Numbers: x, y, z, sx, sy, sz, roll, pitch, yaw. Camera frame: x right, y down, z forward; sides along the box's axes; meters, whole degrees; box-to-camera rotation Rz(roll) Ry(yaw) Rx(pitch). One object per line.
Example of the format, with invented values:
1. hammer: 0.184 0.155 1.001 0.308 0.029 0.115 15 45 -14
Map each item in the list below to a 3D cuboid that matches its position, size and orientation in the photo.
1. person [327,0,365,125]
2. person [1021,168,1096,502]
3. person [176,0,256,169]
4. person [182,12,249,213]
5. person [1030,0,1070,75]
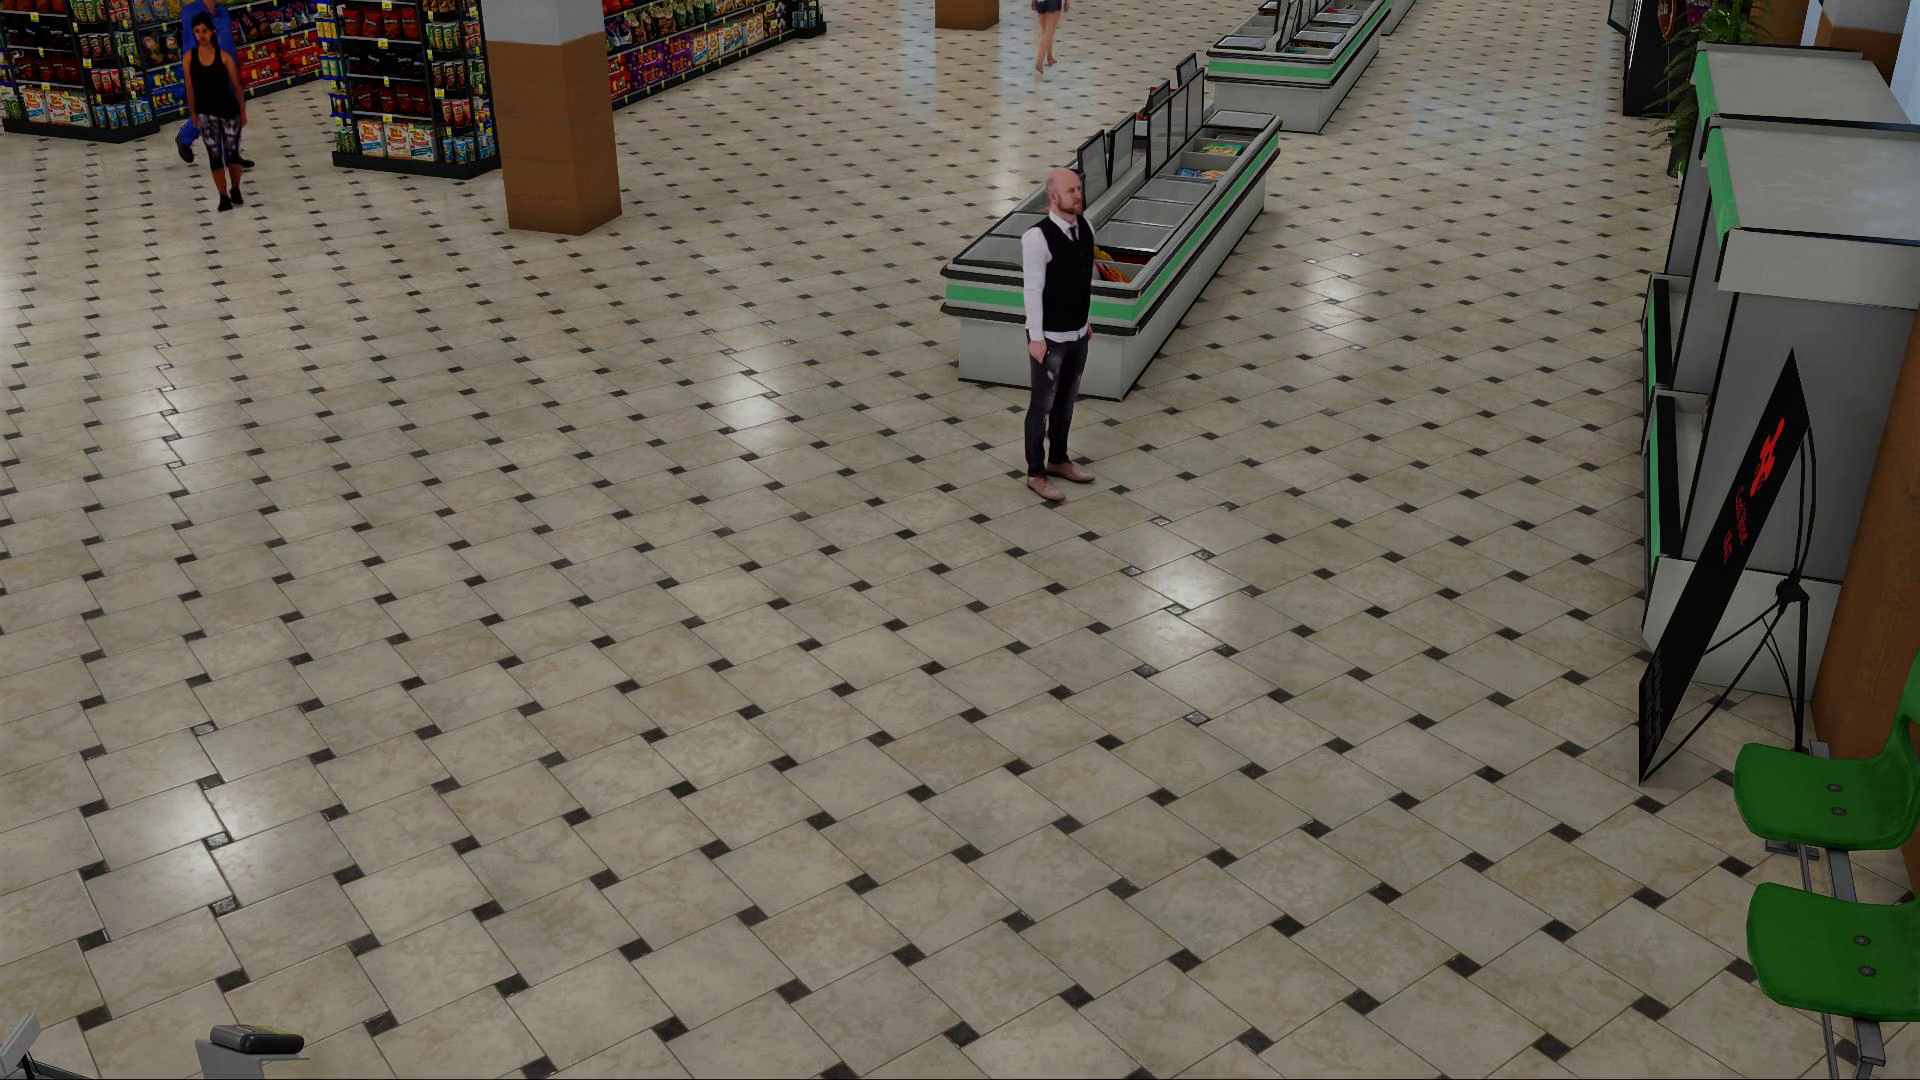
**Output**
1. person: -6.093 -4.994 16.751 0.675 1.811 0.583 6 28 12
2. person: 0.542 -1.136 9.130 0.819 1.824 0.654 20 33 34
3. person: -7.033 -4.337 15.479 0.850 1.790 0.885 13 30 24
4. person: -6.426 -3.721 14.424 0.895 1.645 0.982 -9 28 -17
5. person: 1.008 -6.298 19.484 0.633 1.665 1.111 11 29 20
